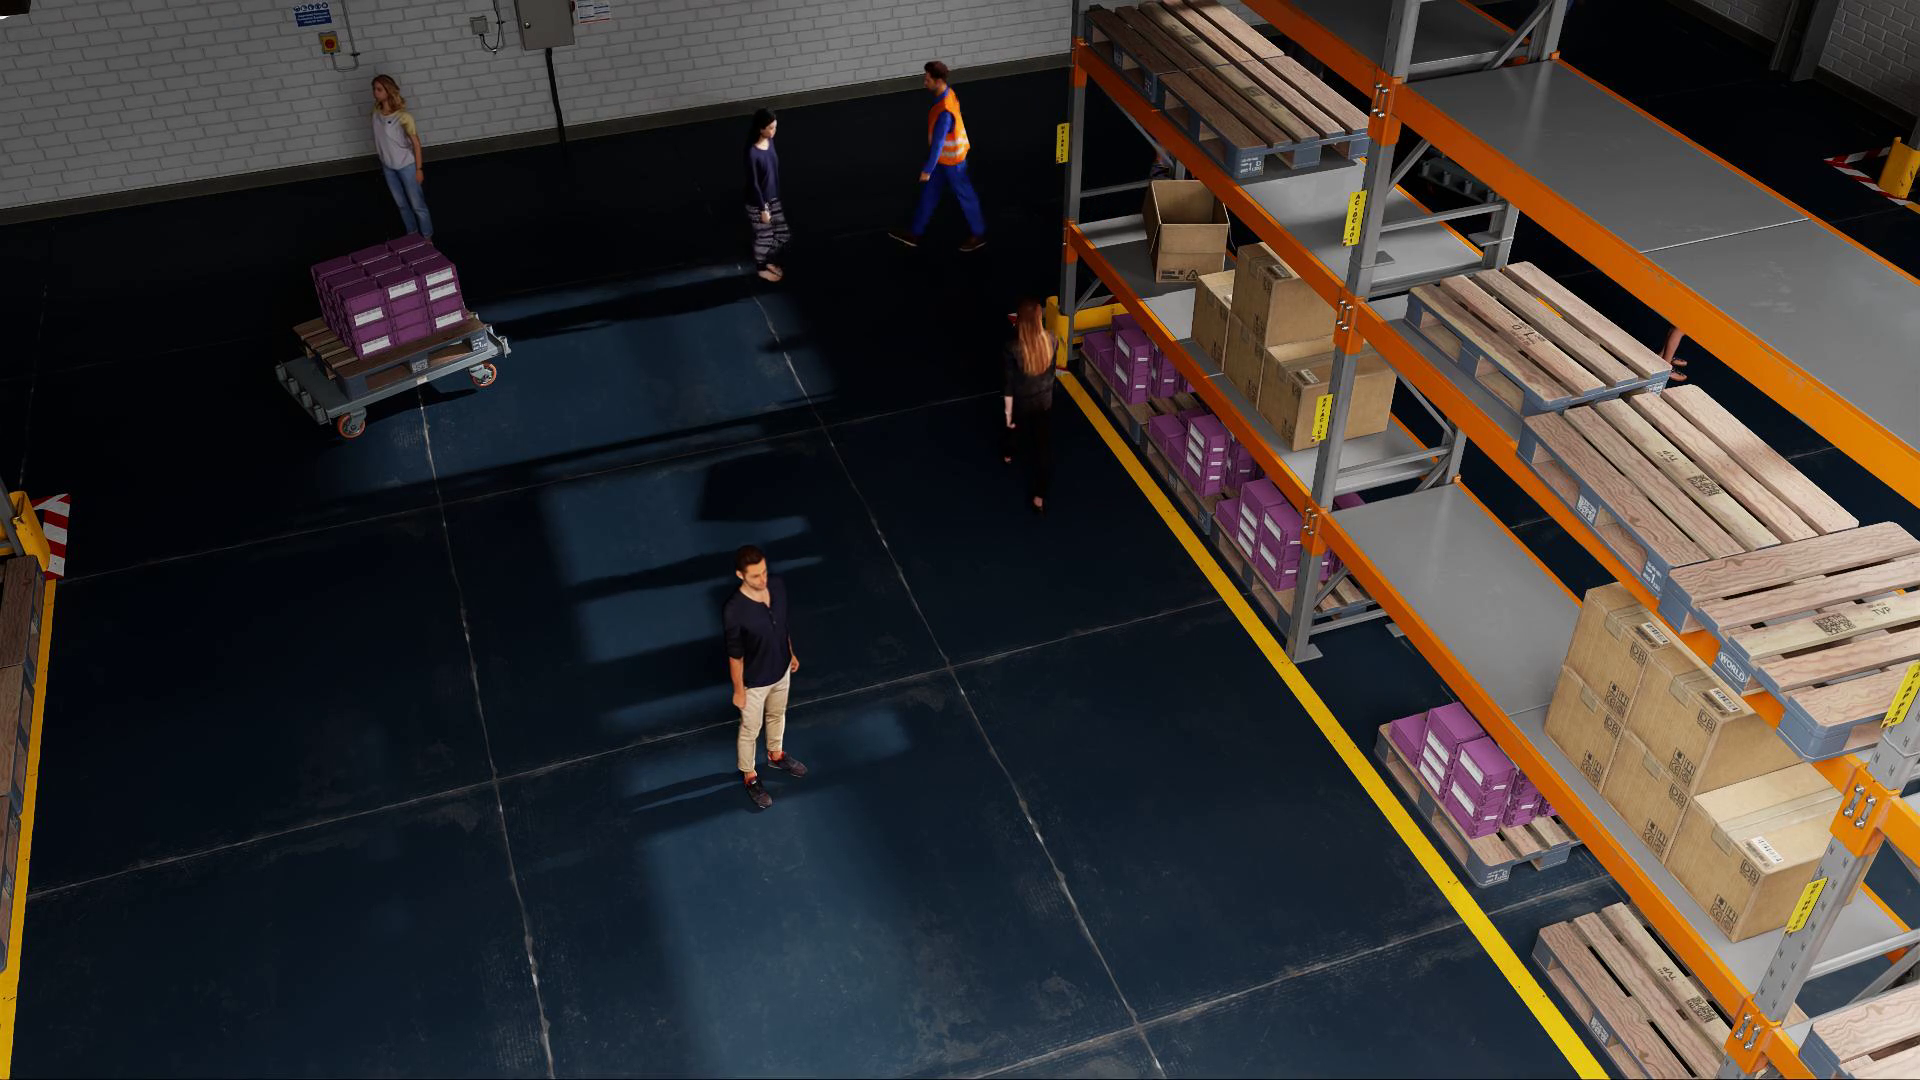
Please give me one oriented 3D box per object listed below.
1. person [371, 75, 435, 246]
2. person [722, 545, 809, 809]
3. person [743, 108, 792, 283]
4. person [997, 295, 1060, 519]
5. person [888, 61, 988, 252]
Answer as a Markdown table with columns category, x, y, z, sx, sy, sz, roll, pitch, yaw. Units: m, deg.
| category | x | y | z | sx | sy | sz | roll | pitch | yaw |
| --- | --- | --- | --- | --- | --- | --- | --- | --- | --- |
| person | -5.056 | -3.393 | 15.066 | 0.705 | 1.723 | 0.759 | 16 | 41 | 19 |
| person | -1.163 | 0.759 | 9.759 | 0.716 | 1.857 | 0.724 | 26 | 46 | 29 |
| person | -1.813 | -3.026 | 14.623 | 0.805 | 1.702 | 0.745 | 13 | 41 | 16 |
| person | 0.541 | -0.926 | 12.021 | 0.682 | 1.667 | 1.144 | -9 | 39 | -11 |
| person | -0.009 | -3.431 | 15.045 | 0.932 | 1.808 | 1.156 | -8 | 39 | -10 |
